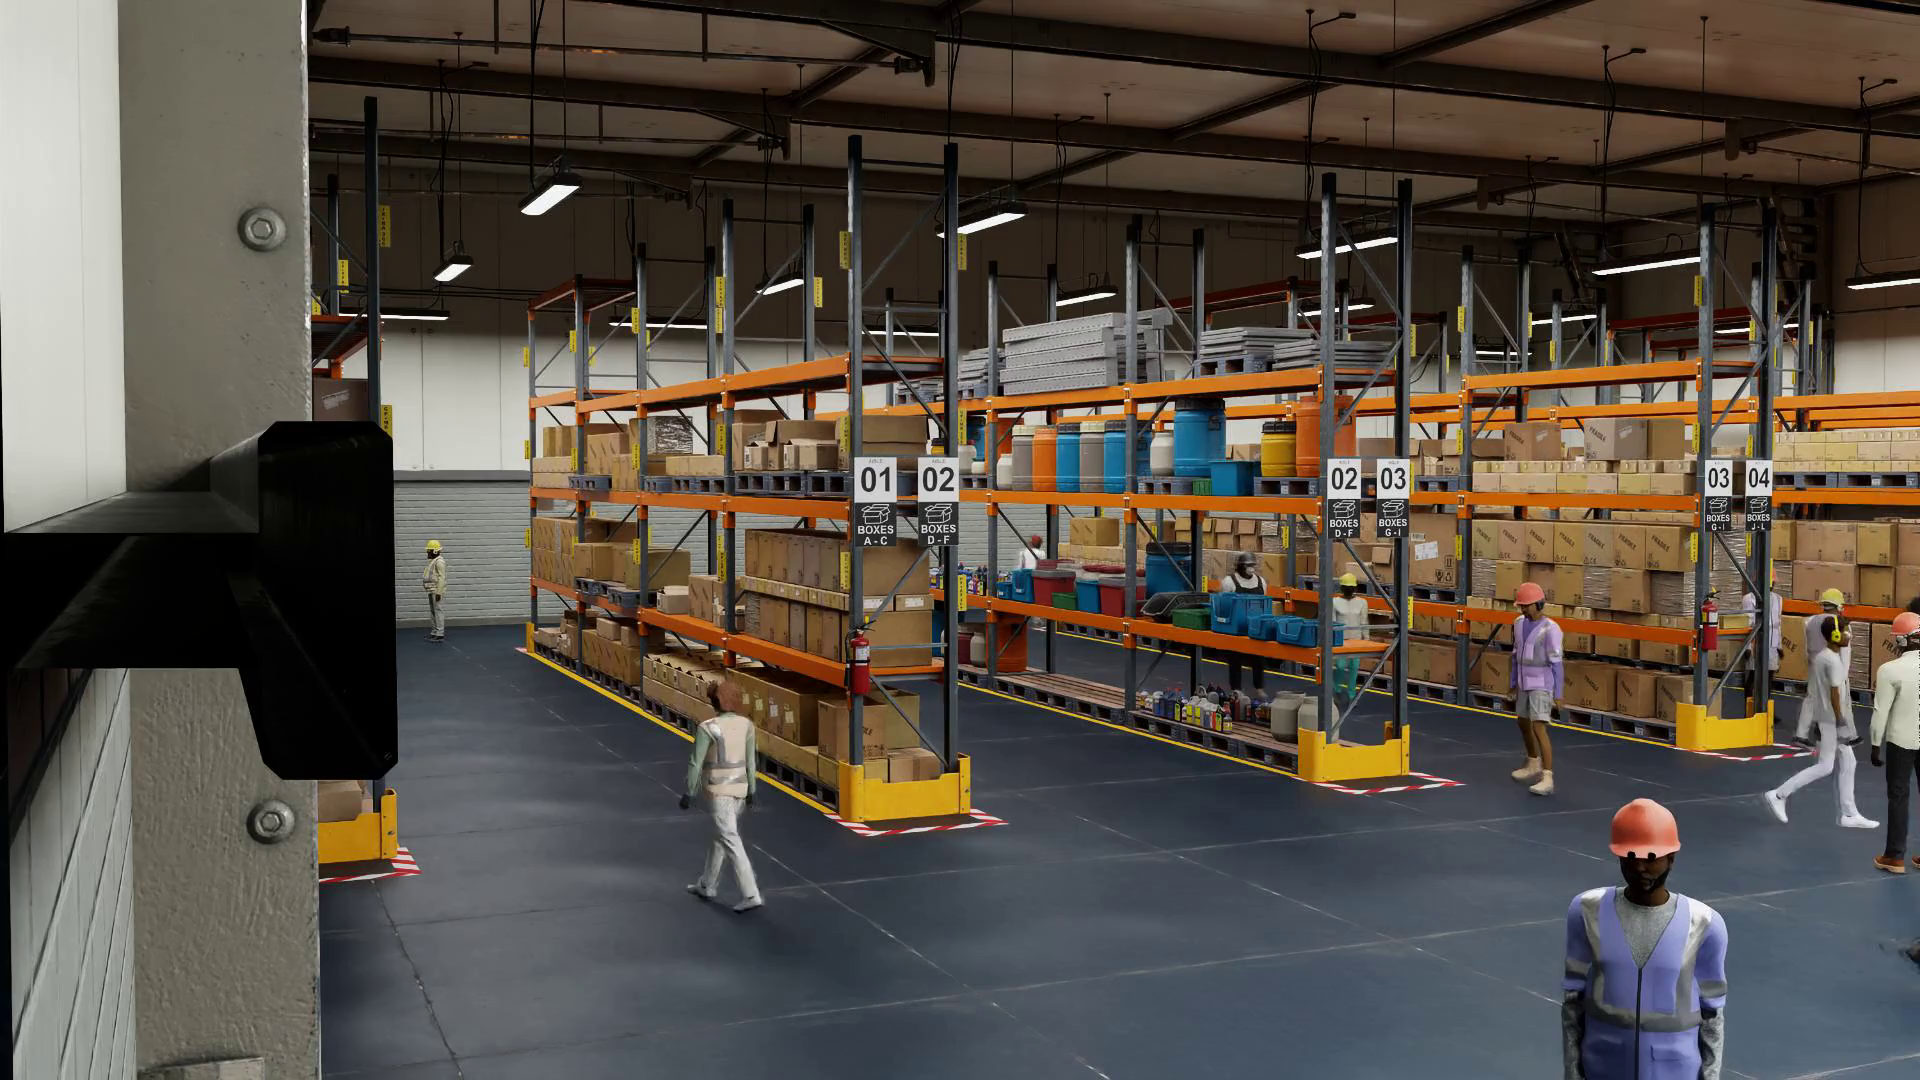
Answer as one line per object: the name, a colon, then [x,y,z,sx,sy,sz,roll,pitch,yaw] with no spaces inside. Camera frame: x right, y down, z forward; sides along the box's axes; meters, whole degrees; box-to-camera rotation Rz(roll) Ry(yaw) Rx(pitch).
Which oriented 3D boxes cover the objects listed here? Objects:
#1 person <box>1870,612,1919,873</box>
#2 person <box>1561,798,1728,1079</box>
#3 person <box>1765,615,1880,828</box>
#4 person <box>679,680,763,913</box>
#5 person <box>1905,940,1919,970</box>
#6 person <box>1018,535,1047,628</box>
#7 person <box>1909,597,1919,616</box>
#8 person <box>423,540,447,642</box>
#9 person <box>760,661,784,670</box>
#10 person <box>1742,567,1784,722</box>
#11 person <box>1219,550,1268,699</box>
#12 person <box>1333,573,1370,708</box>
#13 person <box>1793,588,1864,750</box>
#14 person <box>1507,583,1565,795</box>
person: [7.312,1.551,13.783,0.623,1.991,0.402,0,2,-3]
person: [2.374,1.863,6.247,0.542,1.939,0.362,1,2,25]
person: [7.467,1.561,15.493,0.838,1.842,0.519,1,2,24]
person: [-1.659,1.789,12.603,0.853,1.597,0.523,2,3,37]
person: [5.860,1.714,10.338,0.504,1.925,0.547,0,2,9]
person: [1.389,0.819,34.876,0.659,1.837,0.966,1,2,24]
person: [11.331,1.303,20.784,0.620,1.936,1.026,0,2,-8]
person: [-9.491,0.915,32.352,0.404,1.832,0.600,-1,3,-31]
person: [-2.801,1.062,26.793,0.606,1.967,0.367,-1,3,-31]
person: [9.820,1.267,21.860,0.551,1.933,0.377,-1,2,-17]
person: [3.839,1.152,24.040,0.681,2.000,0.666,0,2,-12]
person: [5.057,1.305,23.301,0.530,1.754,0.388,0,2,-5]
person: [9.577,1.426,19.791,0.954,1.784,0.600,-1,2,-28]
person: [5.561,1.412,17.326,0.608,2.004,0.846,-1,2,-19]
